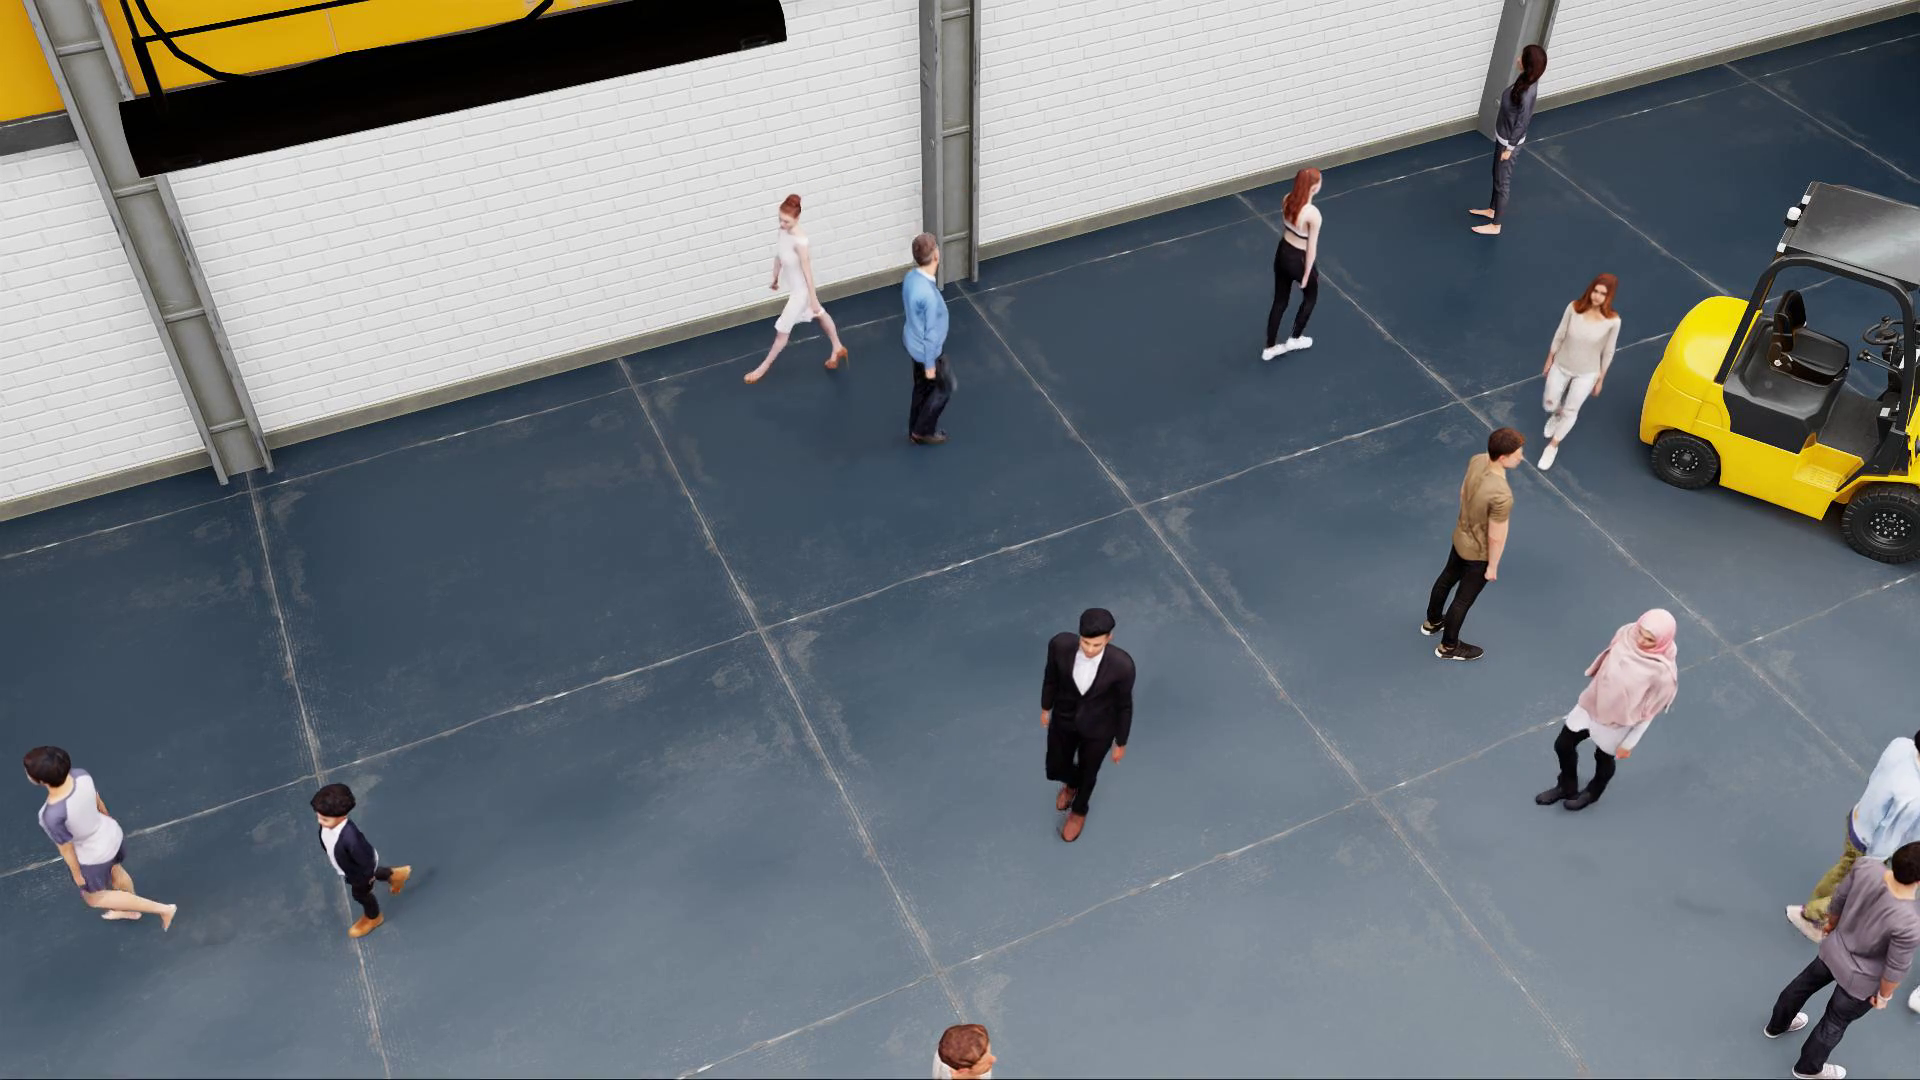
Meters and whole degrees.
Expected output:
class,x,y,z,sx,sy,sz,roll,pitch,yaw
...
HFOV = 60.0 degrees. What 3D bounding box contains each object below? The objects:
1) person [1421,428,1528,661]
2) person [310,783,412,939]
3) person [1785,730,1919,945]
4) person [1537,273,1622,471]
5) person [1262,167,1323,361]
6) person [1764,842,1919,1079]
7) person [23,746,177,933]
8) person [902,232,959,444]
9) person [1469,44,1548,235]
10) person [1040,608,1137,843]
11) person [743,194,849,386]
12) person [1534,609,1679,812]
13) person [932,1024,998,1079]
class,x,y,z,sx,sy,sz,roll,pitch,yaw
person,3.363,0.011,10.876,0.654,1.849,0.720,-7,44,-7
person,-3.418,1.777,9.481,0.747,1.216,0.604,-32,52,-29
person,4.994,1.616,9.228,0.890,1.797,0.836,12,45,12
person,4.607,-1.313,12.377,0.818,1.695,0.918,25,49,24
person,2.587,-2.162,13.246,0.749,1.726,0.649,-27,50,-25
person,4.642,2.161,8.616,0.620,1.854,0.717,-9,44,-9
person,-4.801,1.711,9.306,0.871,1.551,0.754,1,44,1
person,-0.344,-1.443,12.449,0.641,1.783,0.723,-11,45,-11
person,4.855,-3.543,14.665,0.709,1.768,0.692,6,44,6
person,0.763,1.009,9.811,0.874,1.872,0.923,17,46,17
person,-1.152,-1.950,13.011,1.121,1.743,0.656,-14,45,-14
person,3.957,1.016,9.865,0.647,1.787,0.647,-16,46,-16
person,0.005,2.826,7.887,0.698,1.895,0.737,0,44,0
